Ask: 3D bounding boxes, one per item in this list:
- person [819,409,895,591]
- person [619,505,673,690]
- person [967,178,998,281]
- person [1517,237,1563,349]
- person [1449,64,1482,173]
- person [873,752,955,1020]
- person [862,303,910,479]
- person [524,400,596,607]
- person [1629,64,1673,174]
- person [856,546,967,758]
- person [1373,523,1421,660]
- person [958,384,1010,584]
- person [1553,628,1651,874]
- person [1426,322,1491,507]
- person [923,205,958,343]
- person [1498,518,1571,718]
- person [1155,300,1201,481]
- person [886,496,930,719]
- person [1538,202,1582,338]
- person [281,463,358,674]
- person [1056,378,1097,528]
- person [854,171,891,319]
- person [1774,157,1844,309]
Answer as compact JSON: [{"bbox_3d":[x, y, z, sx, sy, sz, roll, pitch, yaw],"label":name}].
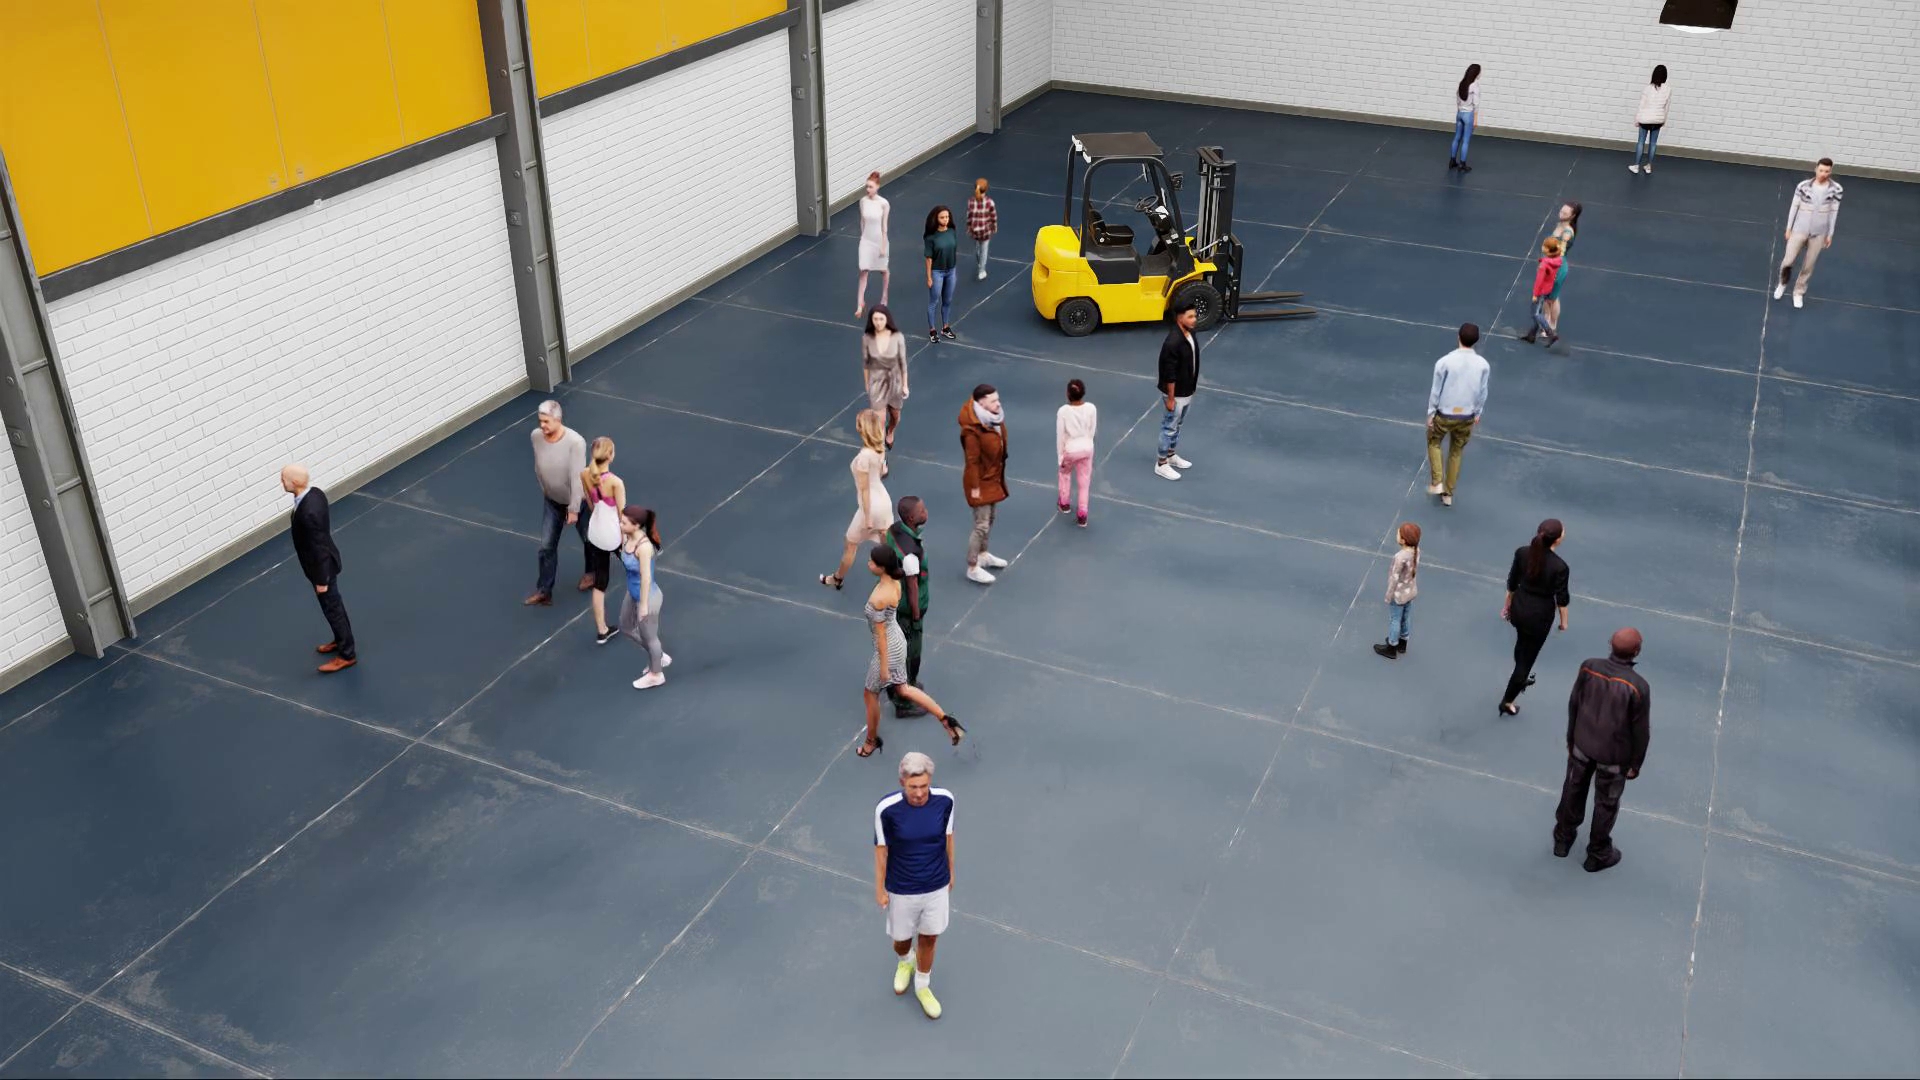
[{"bbox_3d":[-0.639,-0.205,13.952,0.662,1.773,1.080,14,32,24],"label":"person"},{"bbox_3d":[-2.405,0.428,12.968,0.754,1.605,0.700,-12,31,-21],"label":"person"},{"bbox_3d":[0.273,-3.979,21.394,0.632,1.273,0.916,7,29,12],"label":"person"},{"bbox_3d":[6.820,-2.860,19.309,0.786,1.305,0.728,-26,38,-38],"label":"person"},{"bbox_3d":[7.817,-6.536,25.708,0.709,1.632,0.676,-13,31,-23],"label":"person"},{"bbox_3d":[-0.265,1.997,9.856,0.851,1.830,0.912,-7,29,-13],"label":"person"},{"bbox_3d":[-0.721,-1.536,16.458,0.934,1.710,1.164,-1,29,-2],"label":"person"},{"bbox_3d":[-3.291,-0.380,14.179,0.774,1.863,1.160,11,30,19],"label":"person"},{"bbox_3d":[10.648,-6.485,25.610,0.691,1.635,0.677,2,29,3],"label":"person"},{"bbox_3d":[-0.407,0.858,11.989,0.816,1.788,1.057,6,29,11],"label":"person"},{"bbox_3d":[3.577,0.404,13.440,0.588,1.195,0.485,25,37,38],"label":"person"},{"bbox_3d":[0.193,-0.516,14.460,0.791,1.833,0.653,10,30,17],"label":"person"},{"bbox_3d":[4.255,1.365,11.020,0.738,1.826,0.781,-25,37,-37],"label":"person"},{"bbox_3d":[4.661,-1.142,15.644,0.787,1.798,0.773,1,29,2],"label":"person"},{"bbox_3d":[-0.212,-3.137,19.491,0.692,1.616,0.773,-16,33,-27],"label":"person"},{"bbox_3d":[4.264,0.626,12.571,0.971,1.637,0.834,-19,34,-31],"label":"person"},{"bbox_3d":[2.125,-1.508,16.304,0.762,1.808,0.539,15,32,25],"label":"person"},{"bbox_3d":[-0.412,0.487,12.619,0.823,1.836,0.742,-7,29,-13],"label":"person"},{"bbox_3d":[6.998,-3.167,19.494,0.749,1.667,0.582,7,29,12],"label":"person"},{"bbox_3d":[-5.072,0.192,13.199,0.815,1.797,0.760,-10,30,-18],"label":"person"},{"bbox_3d":[1.096,-0.798,15.398,0.737,1.430,0.850,-1,29,-2],"label":"person"},{"bbox_3d":[-0.966,-3.597,20.177,0.584,1.767,0.938,11,31,19],"label":"person"},{"bbox_3d":[10.483,-3.830,20.519,0.697,1.848,0.657,10,30,18],"label":"person"}]
